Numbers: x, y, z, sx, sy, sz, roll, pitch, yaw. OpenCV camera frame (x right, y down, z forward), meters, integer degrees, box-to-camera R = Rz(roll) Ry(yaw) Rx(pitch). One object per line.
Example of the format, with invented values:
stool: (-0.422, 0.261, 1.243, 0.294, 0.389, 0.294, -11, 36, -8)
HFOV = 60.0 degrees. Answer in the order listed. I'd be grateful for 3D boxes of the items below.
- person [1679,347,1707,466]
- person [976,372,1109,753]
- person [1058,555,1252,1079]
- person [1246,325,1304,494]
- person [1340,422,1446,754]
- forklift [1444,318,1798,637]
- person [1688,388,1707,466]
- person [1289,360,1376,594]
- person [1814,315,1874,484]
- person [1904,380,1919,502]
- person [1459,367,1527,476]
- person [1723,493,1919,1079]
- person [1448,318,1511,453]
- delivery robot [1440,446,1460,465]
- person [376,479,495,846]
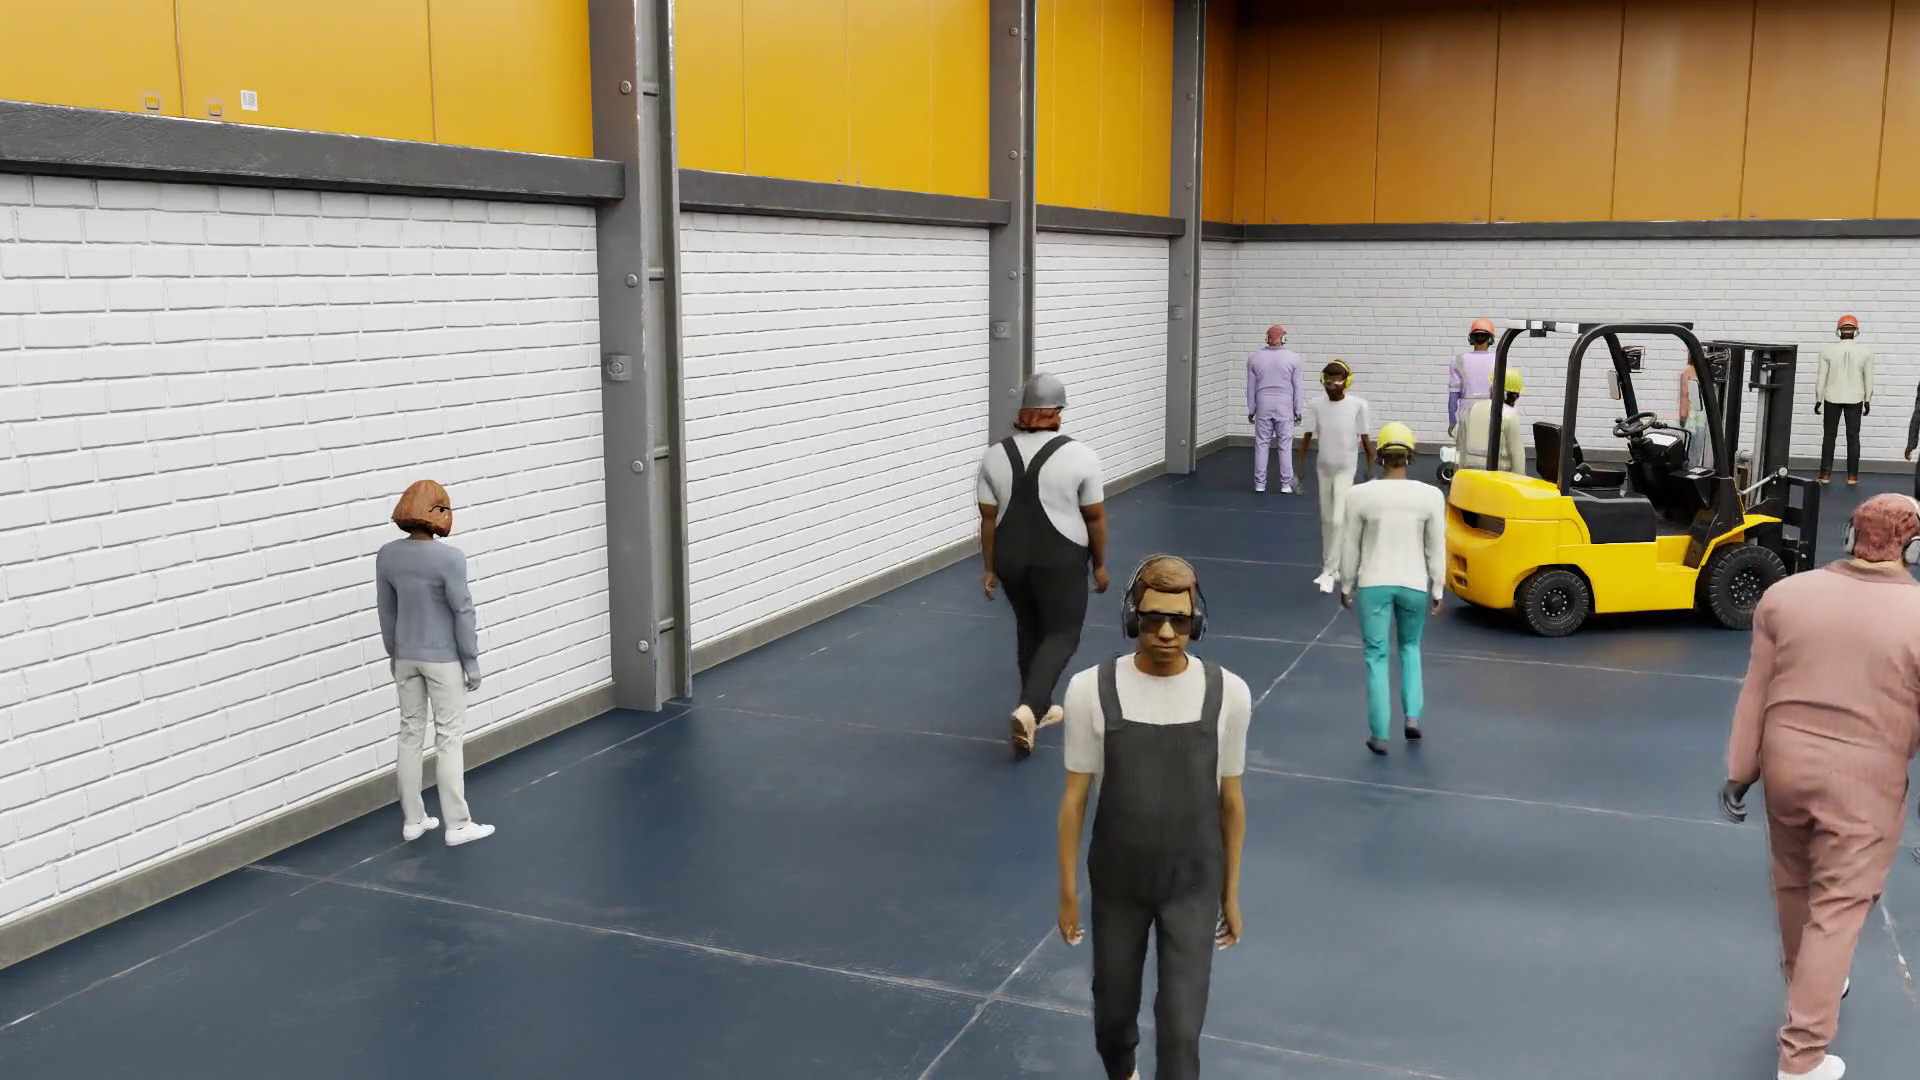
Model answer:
person: (8.627, -1.487, 19.709, 0.527, 1.616, 0.656, -7, 12, -37)
person: (0.419, 0.092, 8.882, 0.687, 2.000, 0.865, 6, 11, 30)
person: (0.523, 0.920, 4.562, 0.510, 1.821, 0.807, 1, 9, 3)
person: (3.558, -1.469, 18.769, 0.639, 1.903, 0.407, 4, 10, 23)
person: (2.287, 0.253, 8.816, 0.534, 1.742, 0.474, 1, 9, 3)
forklift: (4.706, -0.497, 11.990, 2.313, 2.155, 1.214, -2, 10, -10)
person: (8.166, -1.202, 18.033, 0.528, 1.594, 0.789, -1, 9, -7)
person: (2.943, -0.500, 13.149, 0.677, 1.811, 0.800, 6, 11, 32)
person: (10.422, -1.654, 19.628, 0.611, 1.986, 0.392, 4, 10, 23)
person: (9.047, -0.890, 15.269, 0.635, 1.894, 0.491, 5, 11, 29)
person: (4.228, -0.507, 13.344, 0.929, 1.774, 0.622, -4, 10, -24)
person: (2.871, 0.778, 5.342, 0.904, 1.848, 0.661, -8, 12, -39)
person: (5.257, -1.221, 16.859, 0.605, 2.035, 0.390, 4, 10, 23)
delivery robot: (6.023, -0.974, 19.554, 0.707, 0.478, 0.477, 4, 10, 22)
person: (-2.346, 0.542, 7.389, 0.498, 1.633, 0.282, 4, 10, 23)
